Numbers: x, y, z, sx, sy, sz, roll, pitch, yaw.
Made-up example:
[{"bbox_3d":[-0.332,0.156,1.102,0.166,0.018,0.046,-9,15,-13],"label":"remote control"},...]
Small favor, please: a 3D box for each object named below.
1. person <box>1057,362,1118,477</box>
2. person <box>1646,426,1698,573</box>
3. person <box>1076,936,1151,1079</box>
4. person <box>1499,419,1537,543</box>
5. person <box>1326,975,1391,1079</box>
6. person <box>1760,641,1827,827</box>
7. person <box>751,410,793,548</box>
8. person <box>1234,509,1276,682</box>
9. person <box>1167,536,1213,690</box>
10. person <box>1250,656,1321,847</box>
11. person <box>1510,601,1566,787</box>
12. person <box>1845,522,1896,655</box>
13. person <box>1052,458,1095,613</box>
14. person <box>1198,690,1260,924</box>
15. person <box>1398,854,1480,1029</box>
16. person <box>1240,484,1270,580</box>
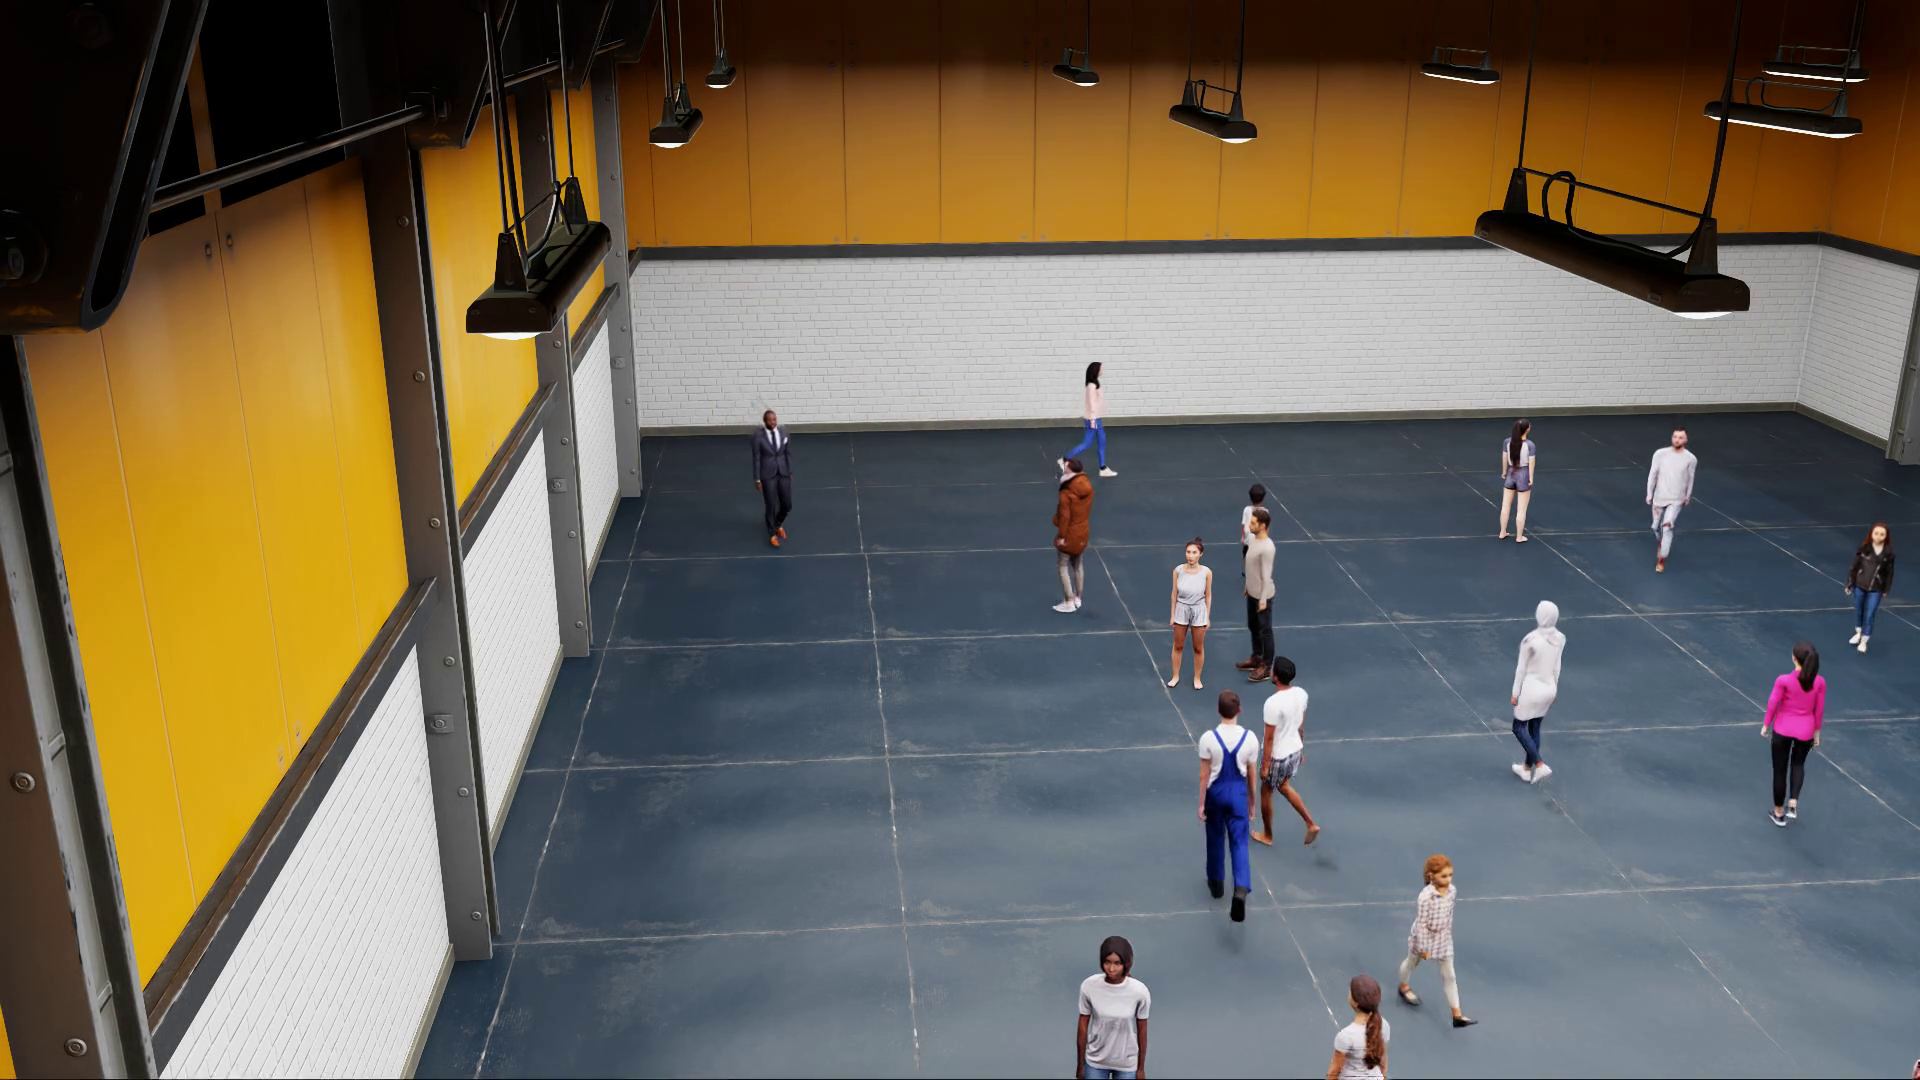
[{"bbox_3d":[1.874,-1.767,24.627,0.920,1.741,1.139,3,19,10],"label":"person"},{"bbox_3d":[8.918,-0.557,20.915,1.073,1.817,1.201,11,22,29],"label":"person"},{"bbox_3d":[0.913,3.159,10.035,0.630,1.720,0.599,3,19,8],"label":"person"},{"bbox_3d":[7.334,-0.791,21.874,0.663,1.650,0.729,16,24,39],"label":"person"},{"bbox_3d":[2.414,3.312,9.842,0.637,1.552,0.690,-12,22,-31],"label":"person"},{"bbox_3d":[7.238,1.705,14.392,0.659,1.693,0.649,3,19,8],"label":"person"},{"bbox_3d":[-2.464,-0.840,21.769,0.810,1.809,0.797,-9,21,-24],"label":"person"},{"bbox_3d":[3.169,0.572,17.499,0.747,1.859,0.546,-5,19,-15],"label":"person"},{"bbox_3d":[2.407,0.763,17.325,0.634,1.607,0.626,4,19,12],"label":"person"},{"bbox_3d":[2.762,1.828,13.987,0.905,1.720,1.001,-15,24,-38],"label":"person"},{"bbox_3d":[5.271,1.429,15.100,0.713,1.766,0.913,-5,19,-15],"label":"person"},{"bbox_3d":[10.041,0.495,18.363,0.890,1.454,0.951,15,24,38],"label":"person"},{"bbox_3d":[1.339,-0.064,19.420,0.915,1.839,0.860,17,25,41],"label":"person"},{"bbox_3d":[2.096,2.094,13.028,0.731,1.828,1.189,1,19,3],"label":"person"},{"bbox_3d":[3.292,2.795,11.827,0.750,1.266,1.004,-9,21,-25],"label":"person"},{"bbox_3d":[3.595,-0.043,20.283,0.543,1.247,0.655,1,19,3],"label":"person"}]
